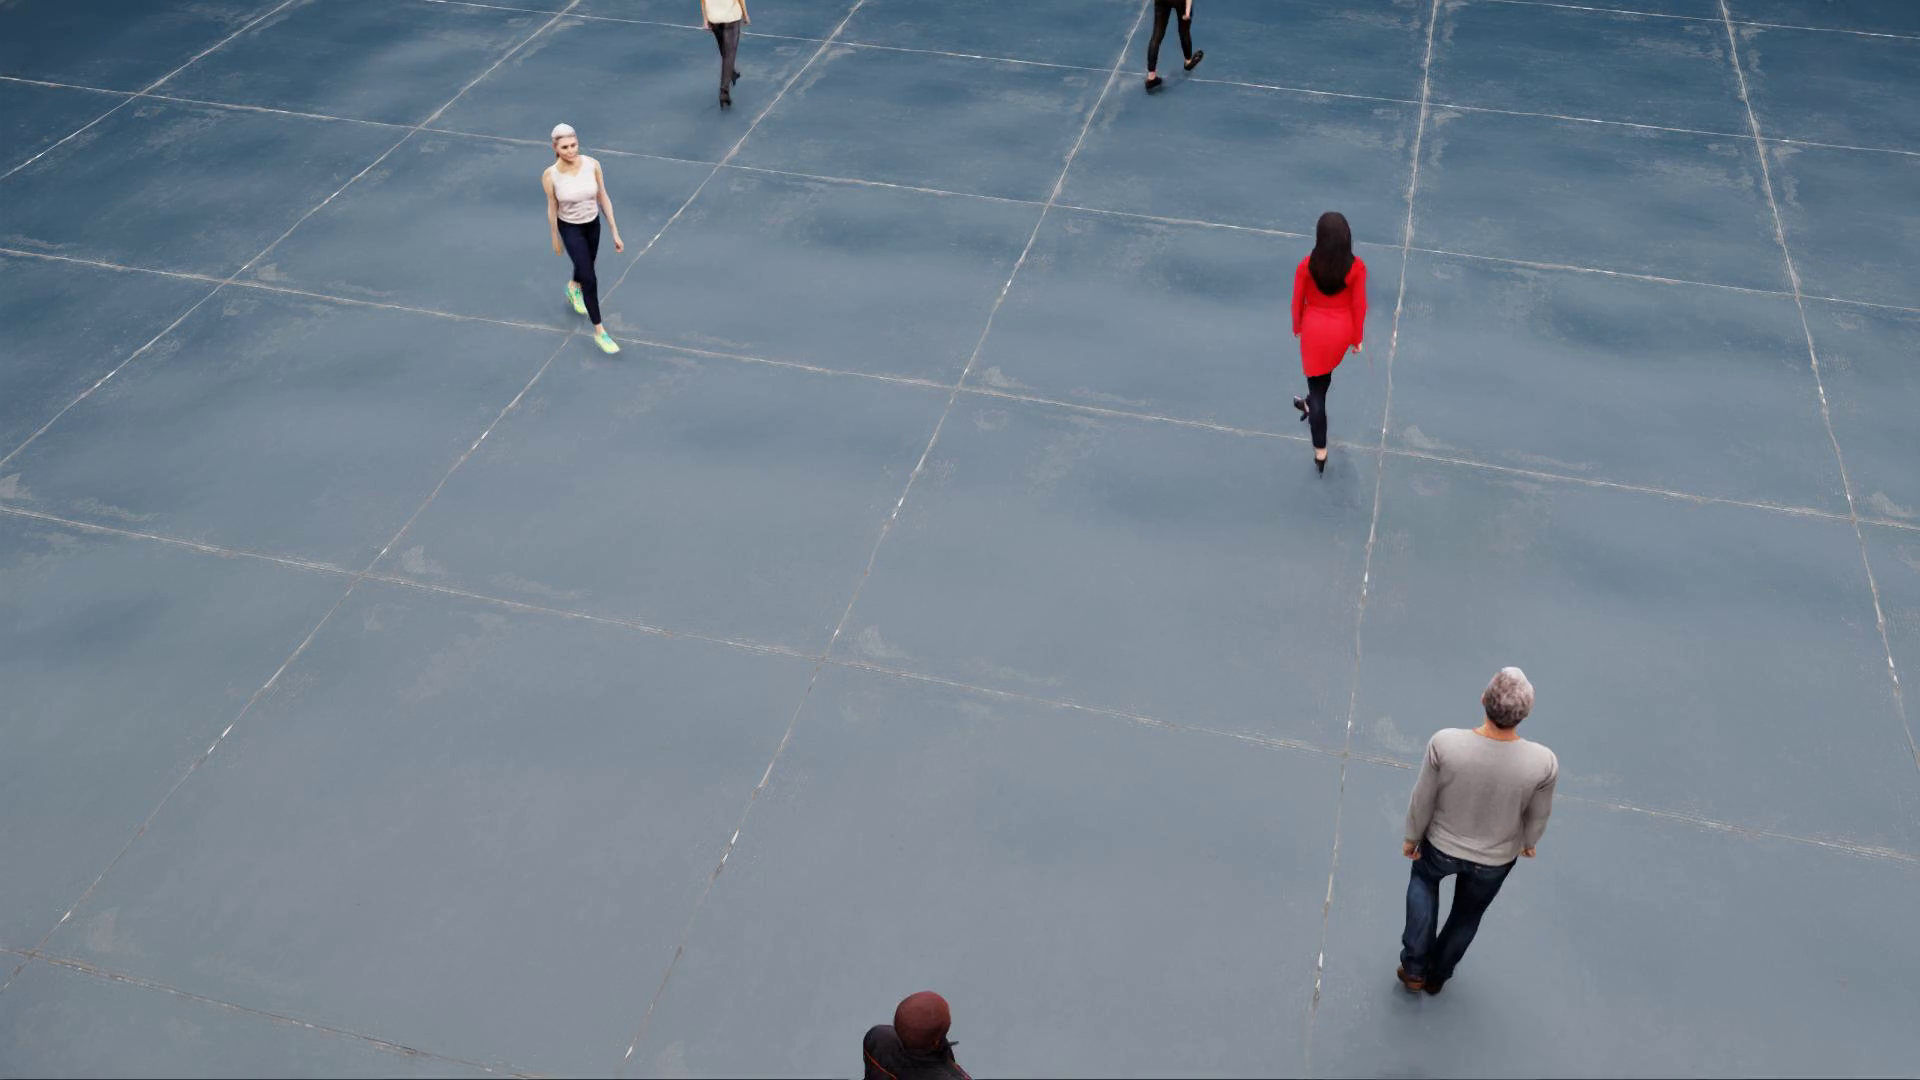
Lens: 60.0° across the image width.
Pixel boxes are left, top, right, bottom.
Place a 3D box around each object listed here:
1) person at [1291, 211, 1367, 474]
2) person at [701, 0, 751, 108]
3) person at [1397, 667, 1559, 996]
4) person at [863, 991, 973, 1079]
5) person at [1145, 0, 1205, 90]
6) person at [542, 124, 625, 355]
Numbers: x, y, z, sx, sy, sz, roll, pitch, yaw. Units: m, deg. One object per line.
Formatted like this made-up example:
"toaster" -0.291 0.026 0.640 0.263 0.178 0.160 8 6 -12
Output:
"person" 2.385 -1.237 10.765 0.777 1.693 1.079 5 38 7
"person" -2.198 -4.788 15.423 0.581 1.545 0.978 9 39 11
"person" 2.212 1.381 7.254 0.770 1.895 0.750 14 40 17
"person" -0.224 2.328 6.120 1.054 1.800 1.335 28 46 31
"person" 1.952 -5.085 15.701 0.903 1.669 1.198 24 44 28
"person" -2.792 -2.260 12.094 1.164 1.664 1.114 -27 46 -30
